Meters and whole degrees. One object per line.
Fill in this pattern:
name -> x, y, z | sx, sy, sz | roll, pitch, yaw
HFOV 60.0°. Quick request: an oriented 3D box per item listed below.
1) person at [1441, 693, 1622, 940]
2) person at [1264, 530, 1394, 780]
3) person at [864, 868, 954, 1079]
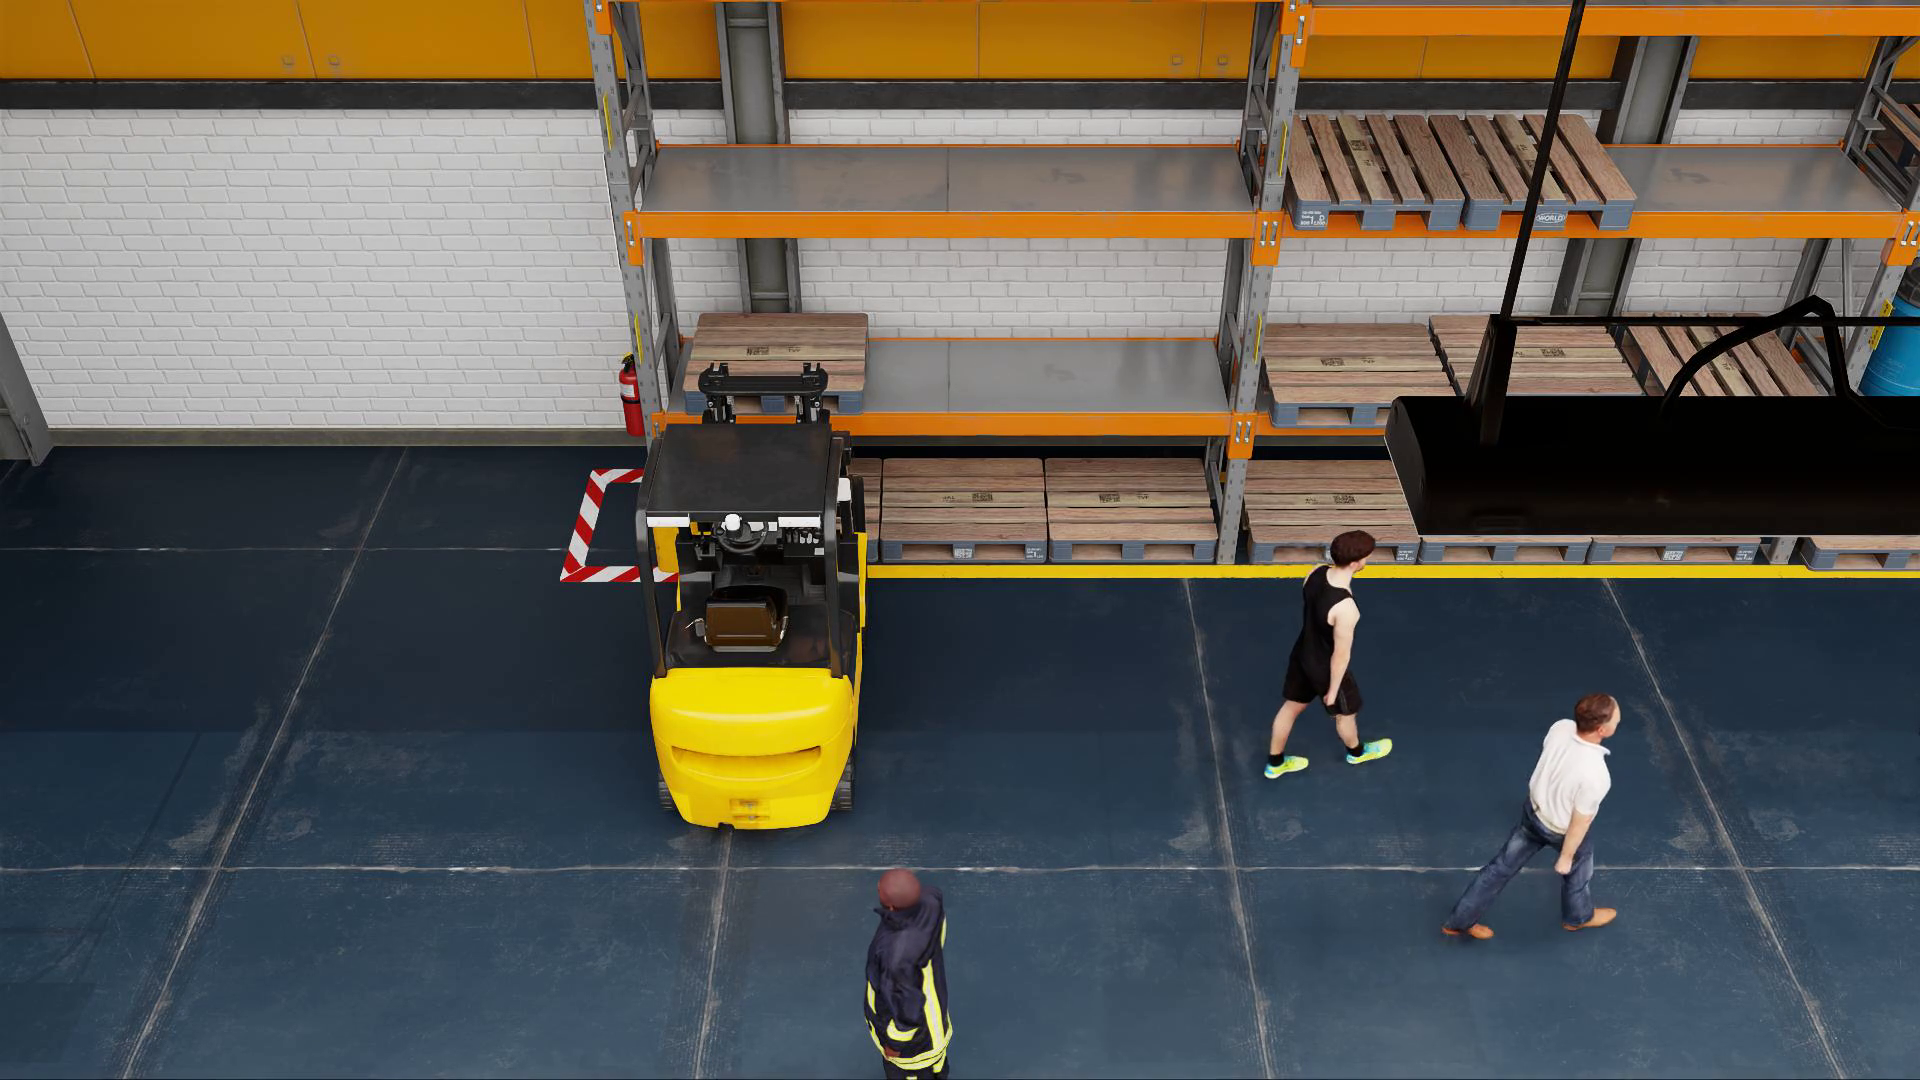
person -> 3.069, 1.531, 8.874 | 1.302, 1.804, 0.833 | -6, 39, -7
person -> 2.063, 0.732, 9.830 | 1.141, 1.861, 0.931 | -15, 41, -18
person -> -0.234, 2.201, 8.022 | 0.775, 1.821, 0.820 | 10, 40, 13
